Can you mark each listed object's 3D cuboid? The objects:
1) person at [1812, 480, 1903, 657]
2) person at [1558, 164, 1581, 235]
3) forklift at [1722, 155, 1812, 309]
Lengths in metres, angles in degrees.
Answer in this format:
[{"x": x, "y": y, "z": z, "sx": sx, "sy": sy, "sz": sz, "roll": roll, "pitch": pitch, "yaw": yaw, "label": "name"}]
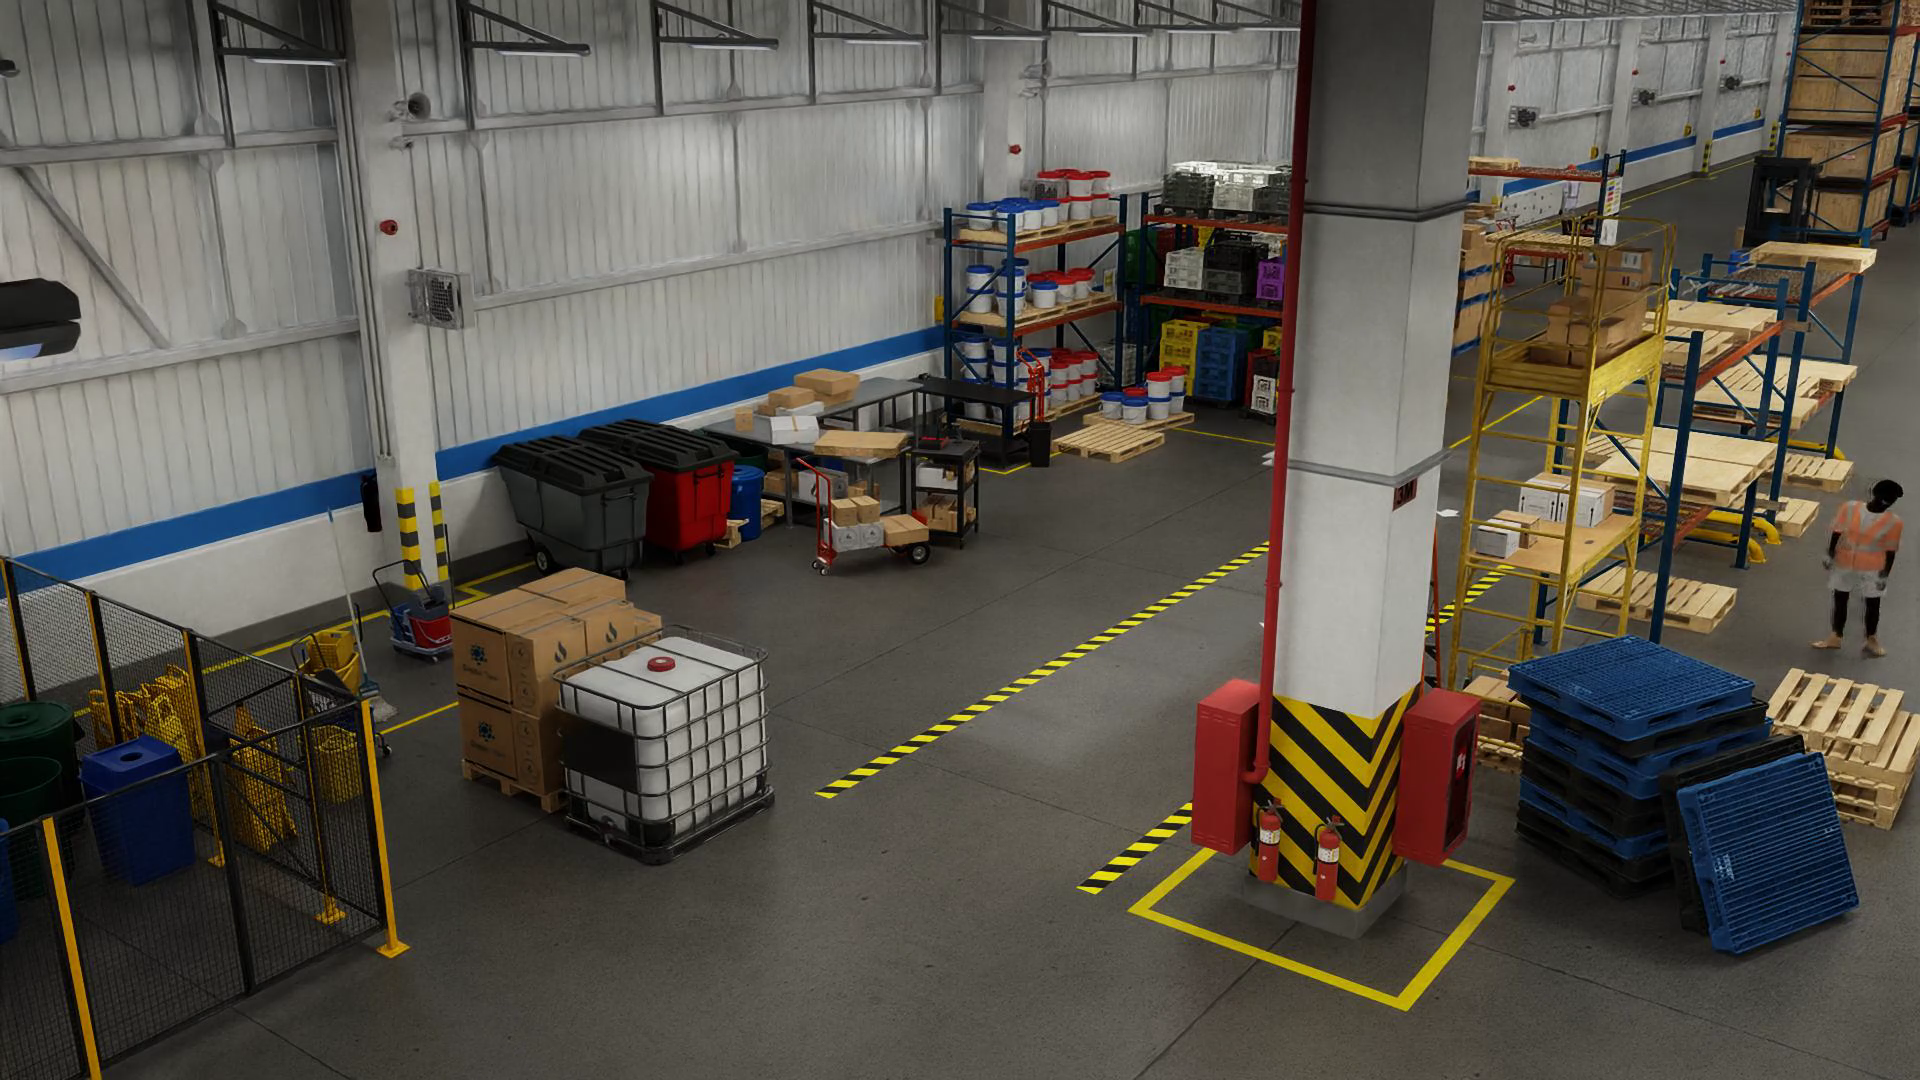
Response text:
[{"x": 8.040, "y": 0.237, "z": 14.825, "sx": 0.614, "sy": 1.670, "sz": 0.336, "roll": 17, "pitch": 24, "yaw": 41, "label": "person"}, {"x": 14.317, "y": -7.870, "z": 39.203, "sx": 0.553, "sy": 1.935, "sz": 0.365, "roll": -12, "pitch": 22, "yaw": -32, "label": "person"}, {"x": 15.453, "y": -5.887, "z": 31.637, "sx": 1.129, "sy": 2.768, "sz": 1.873, "roll": 13, "pitch": 22, "yaw": 34, "label": "forklift"}]
